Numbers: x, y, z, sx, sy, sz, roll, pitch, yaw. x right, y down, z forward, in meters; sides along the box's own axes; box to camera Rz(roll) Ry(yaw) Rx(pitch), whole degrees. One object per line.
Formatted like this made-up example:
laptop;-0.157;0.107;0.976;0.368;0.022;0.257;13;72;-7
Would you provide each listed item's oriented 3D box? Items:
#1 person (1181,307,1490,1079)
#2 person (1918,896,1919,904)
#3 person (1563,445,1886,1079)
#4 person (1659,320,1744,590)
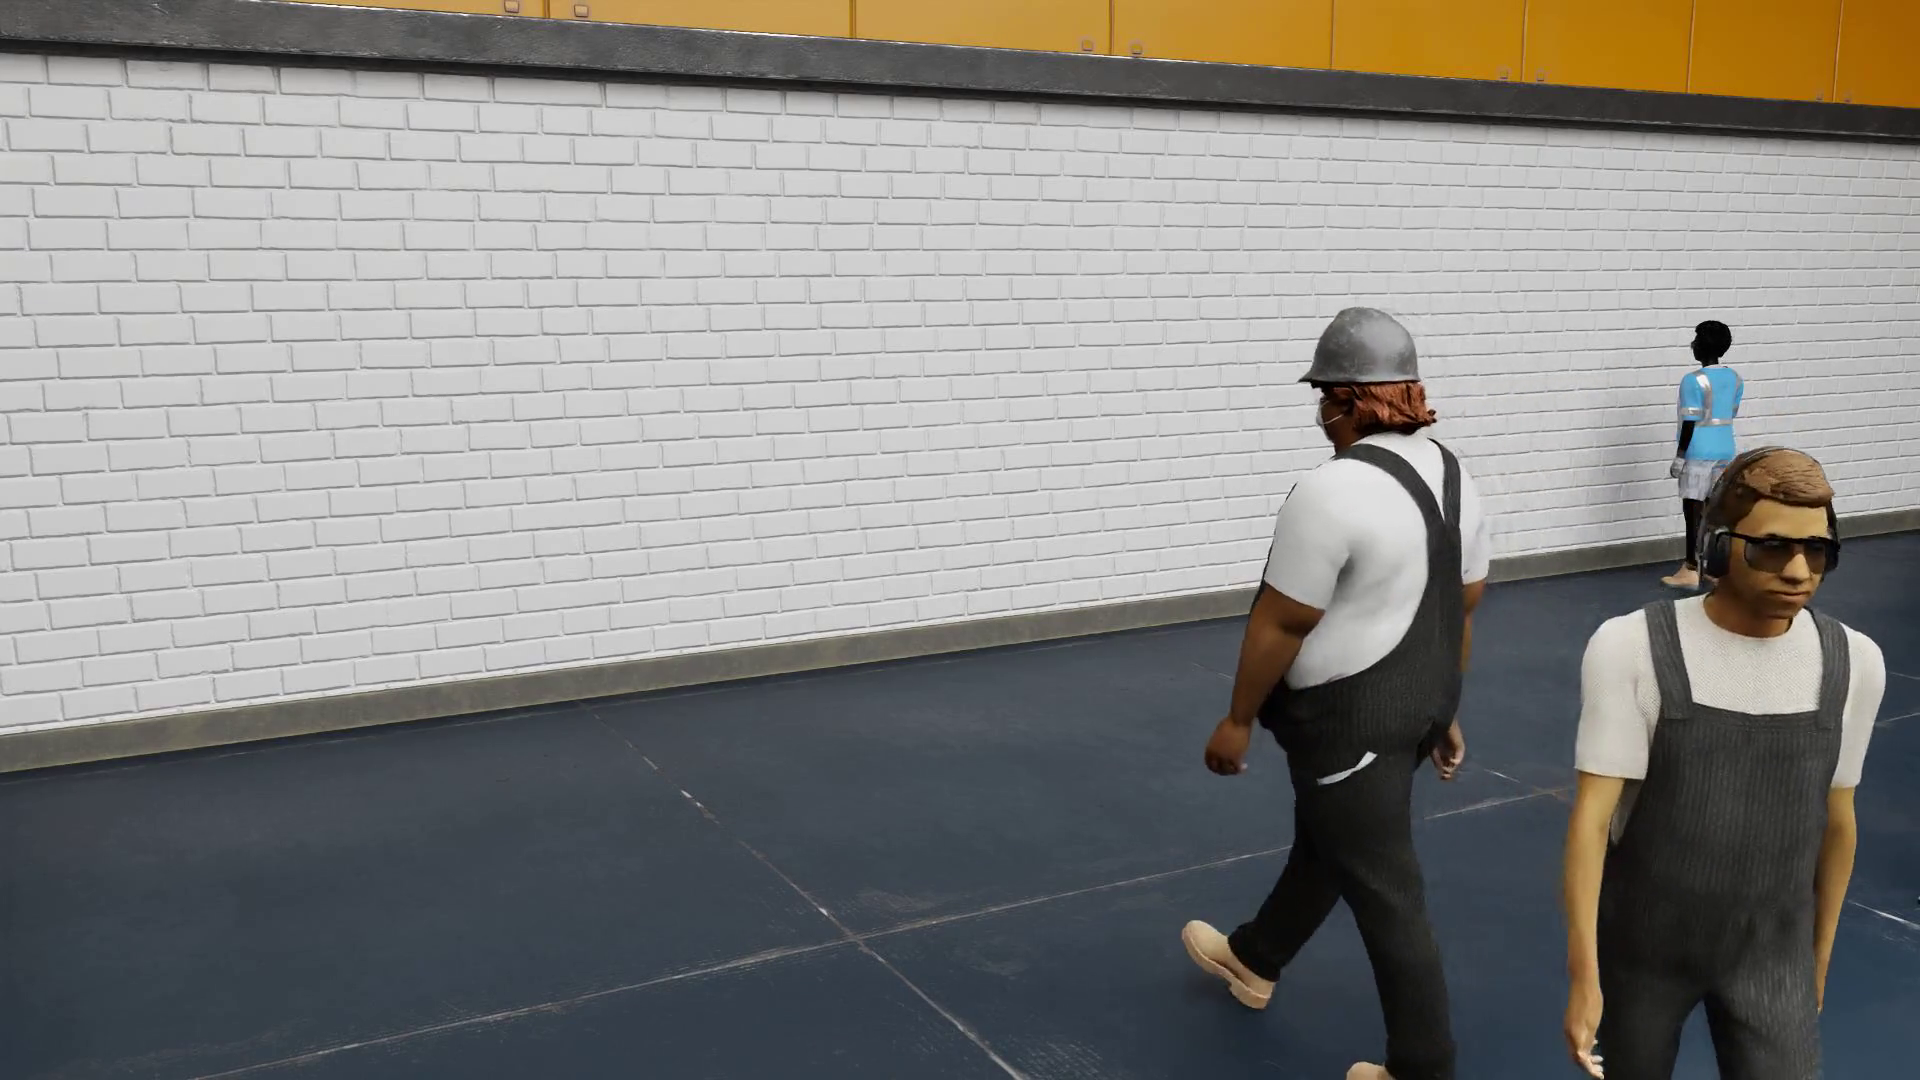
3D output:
person;0.941;0.380;4.257;1.012;2.000;0.684;9;13;42
person;3.502;0.255;5.382;0.713;1.907;0.591;-2;10;-14
person;1.292;0.748;2.832;0.538;1.802;0.932;1;10;7
person;4.686;-0.532;10.488;0.535;1.700;0.318;-7;12;-33
